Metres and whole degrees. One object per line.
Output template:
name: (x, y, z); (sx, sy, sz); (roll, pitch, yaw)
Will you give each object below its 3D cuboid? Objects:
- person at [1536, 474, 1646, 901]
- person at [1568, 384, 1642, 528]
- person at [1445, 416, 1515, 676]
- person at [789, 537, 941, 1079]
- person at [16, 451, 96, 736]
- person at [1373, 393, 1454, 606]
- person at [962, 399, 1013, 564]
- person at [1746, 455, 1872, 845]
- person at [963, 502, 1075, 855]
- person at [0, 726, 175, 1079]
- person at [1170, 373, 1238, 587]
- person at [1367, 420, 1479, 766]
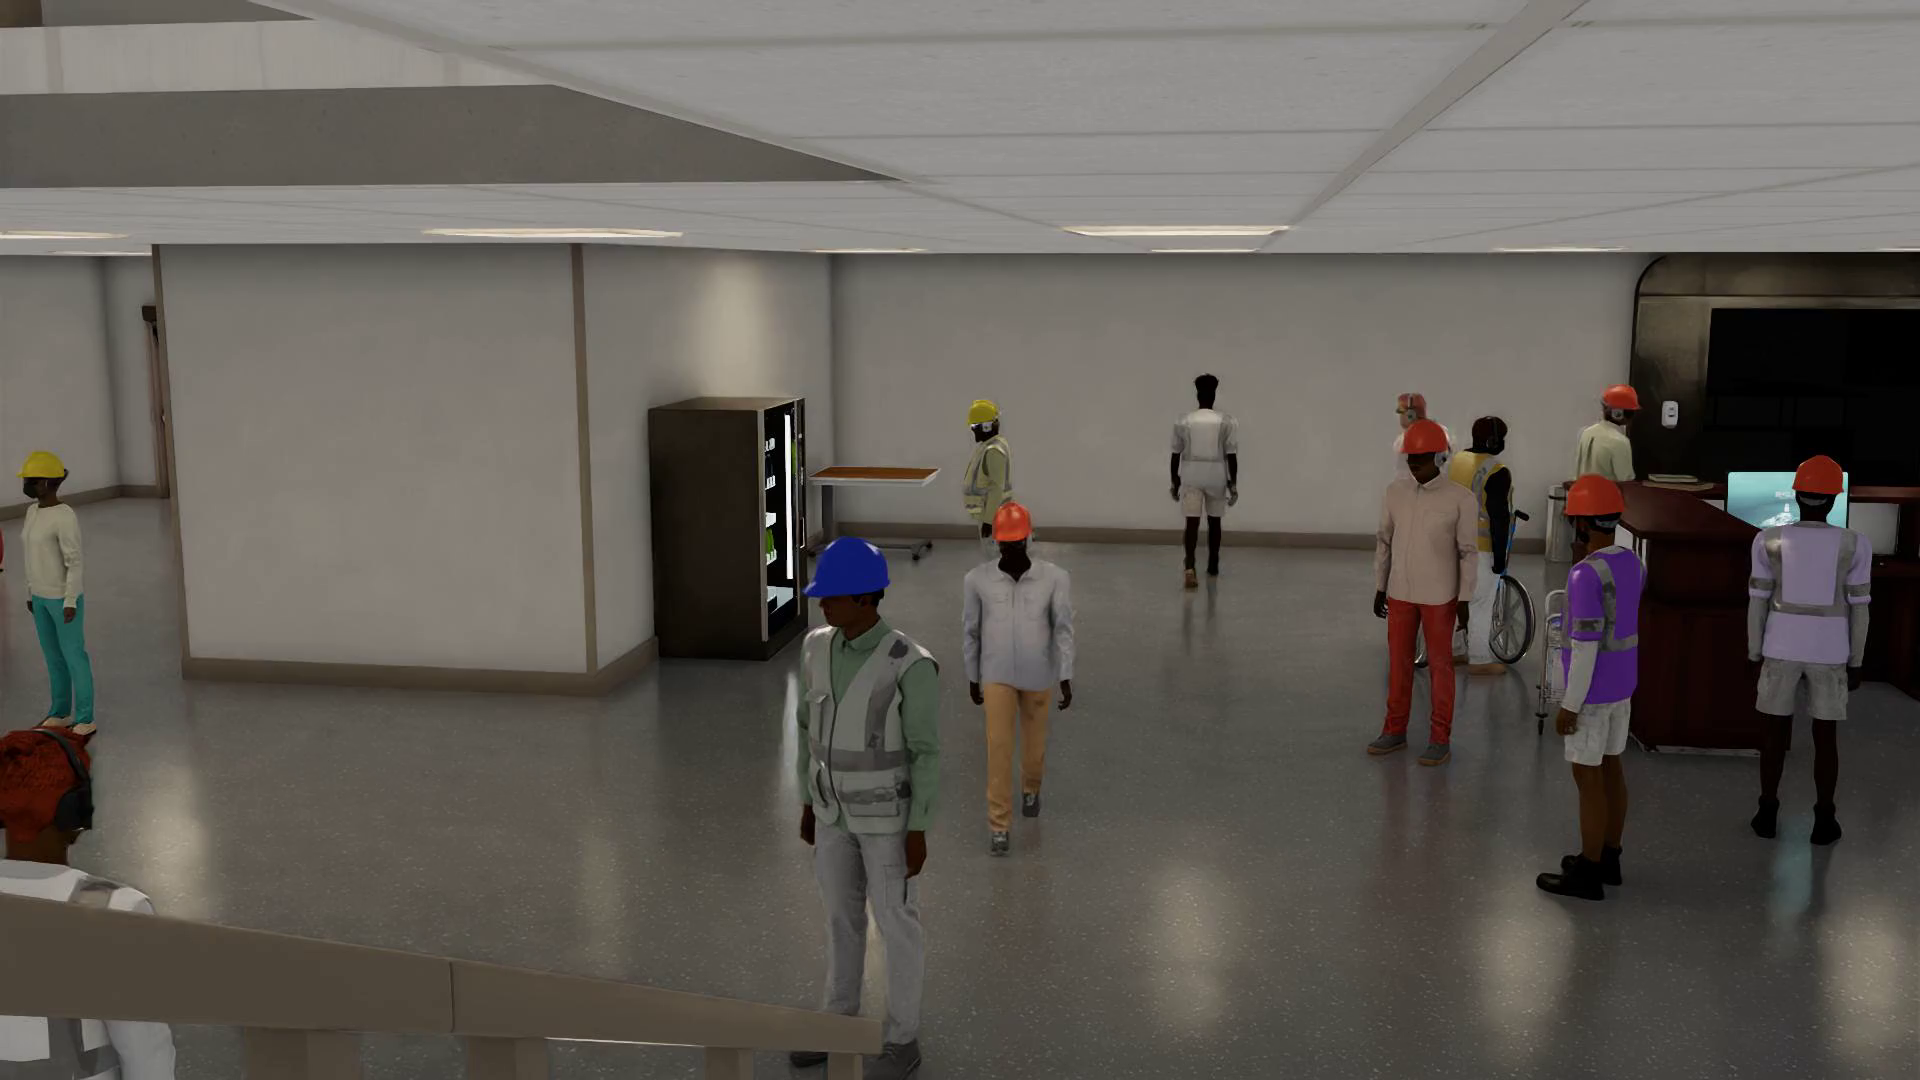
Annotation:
person: (2.865, 0.666, 7.563); (0.547, 1.934, 0.375); (-9, 13, -44)
person: (5.141, -0.241, 13.051); (0.695, 1.968, 0.628); (-1, 9, -5)
person: (3.671, 0.039, 11.750); (0.429, 1.835, 0.628); (-3, 10, -19)
person: (-0.339, 0.944, 5.819); (0.606, 1.944, 0.402); (7, 12, 38)
person: (-5.506, 0.338, 10.094); (0.522, 1.772, 0.303); (6, 11, 33)
person: (3.883, -0.287, 13.733); (0.924, 1.852, 0.684); (9, 13, 44)
person: (0.220, -0.220, 13.376); (0.403, 1.822, 0.586); (0, 9, 0)
person: (4.211, 0.545, 8.291); (0.542, 1.939, 0.365); (5, 11, 29)
person: (0.293, 0.647, 8.382); (0.558, 1.713, 0.895); (0, 9, 1)
person: (-1.984, 1.332, 3.649); (0.574, 1.876, 0.350); (2, 9, 10)
person: (2.205, -0.545, 15.075); (0.621, 1.932, 0.954); (2, 9, 11)
person: (2.666, 0.302, 9.620); (0.624, 1.992, 0.390); (9, 13, 43)
